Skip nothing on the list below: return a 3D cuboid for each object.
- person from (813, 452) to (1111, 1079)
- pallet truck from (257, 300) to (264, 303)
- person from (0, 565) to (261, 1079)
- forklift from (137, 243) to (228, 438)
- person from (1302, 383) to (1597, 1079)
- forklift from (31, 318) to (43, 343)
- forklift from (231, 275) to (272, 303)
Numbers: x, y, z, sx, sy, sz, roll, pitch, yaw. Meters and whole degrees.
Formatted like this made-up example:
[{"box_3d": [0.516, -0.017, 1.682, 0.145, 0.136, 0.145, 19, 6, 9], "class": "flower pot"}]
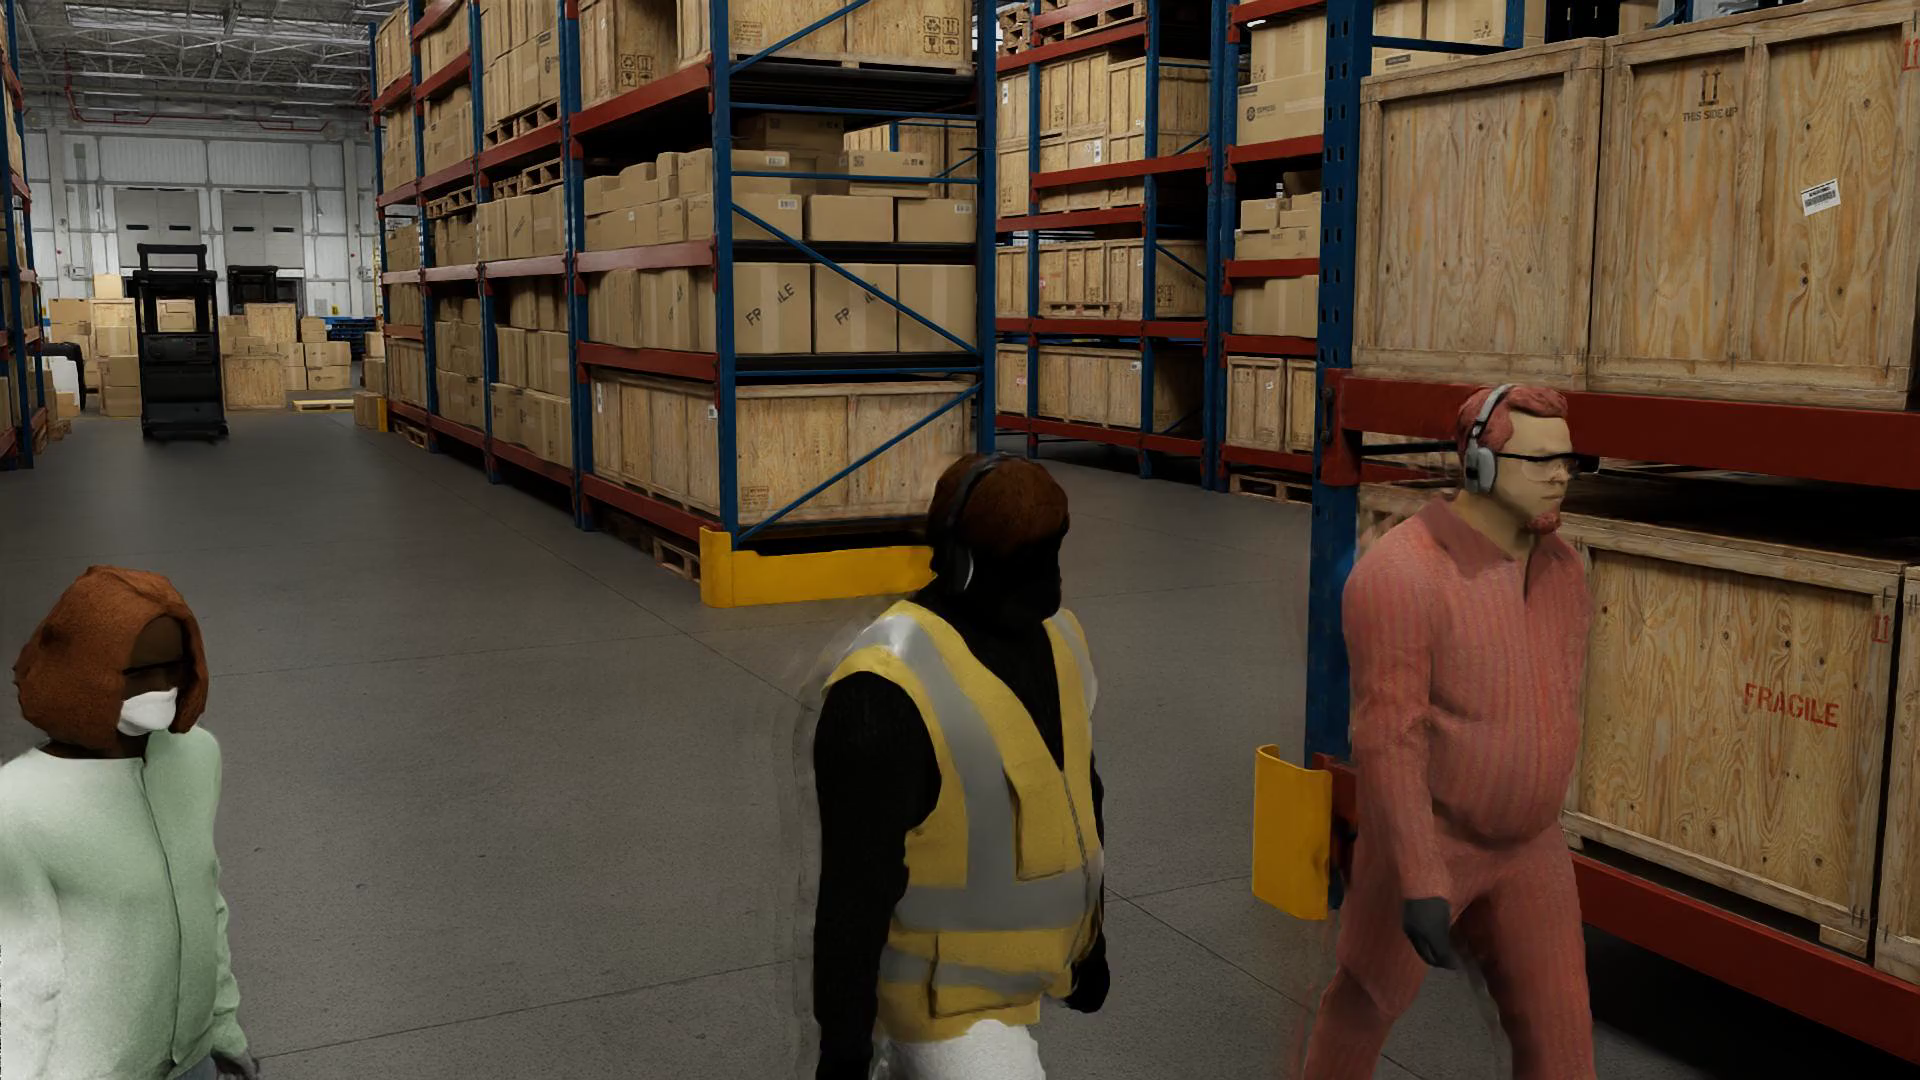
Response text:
[{"box_3d": [0.001, 0.736, 2.850, 0.958, 1.794, 0.643, 4, 9, 28], "class": "person"}, {"box_3d": [-23.913, -7.404, 58.171, 1.885, 1.965, 0.823, -1, 8, -9], "class": "pallet truck"}, {"box_3d": [-1.267, 0.843, 2.548, 0.285, 1.633, 0.498, 2, 8, 13], "class": "person"}, {"box_3d": [-11.575, -2.976, 24.613, 1.129, 2.768, 1.873, -4, 9, -26], "class": "forklift"}, {"box_3d": [1.045, 0.615, 3.371, 0.650, 1.854, 0.982, -4, 9, -26], "class": "person"}, {"box_3d": [-30.579, -7.277, 54.267, 1.129, 2.768, 1.873, -4, 9, -26], "class": "forklift"}, {"box_3d": [-17.145, -5.261, 40.370, 1.129, 2.768, 1.873, -4, 9, -26], "class": "forklift"}]
